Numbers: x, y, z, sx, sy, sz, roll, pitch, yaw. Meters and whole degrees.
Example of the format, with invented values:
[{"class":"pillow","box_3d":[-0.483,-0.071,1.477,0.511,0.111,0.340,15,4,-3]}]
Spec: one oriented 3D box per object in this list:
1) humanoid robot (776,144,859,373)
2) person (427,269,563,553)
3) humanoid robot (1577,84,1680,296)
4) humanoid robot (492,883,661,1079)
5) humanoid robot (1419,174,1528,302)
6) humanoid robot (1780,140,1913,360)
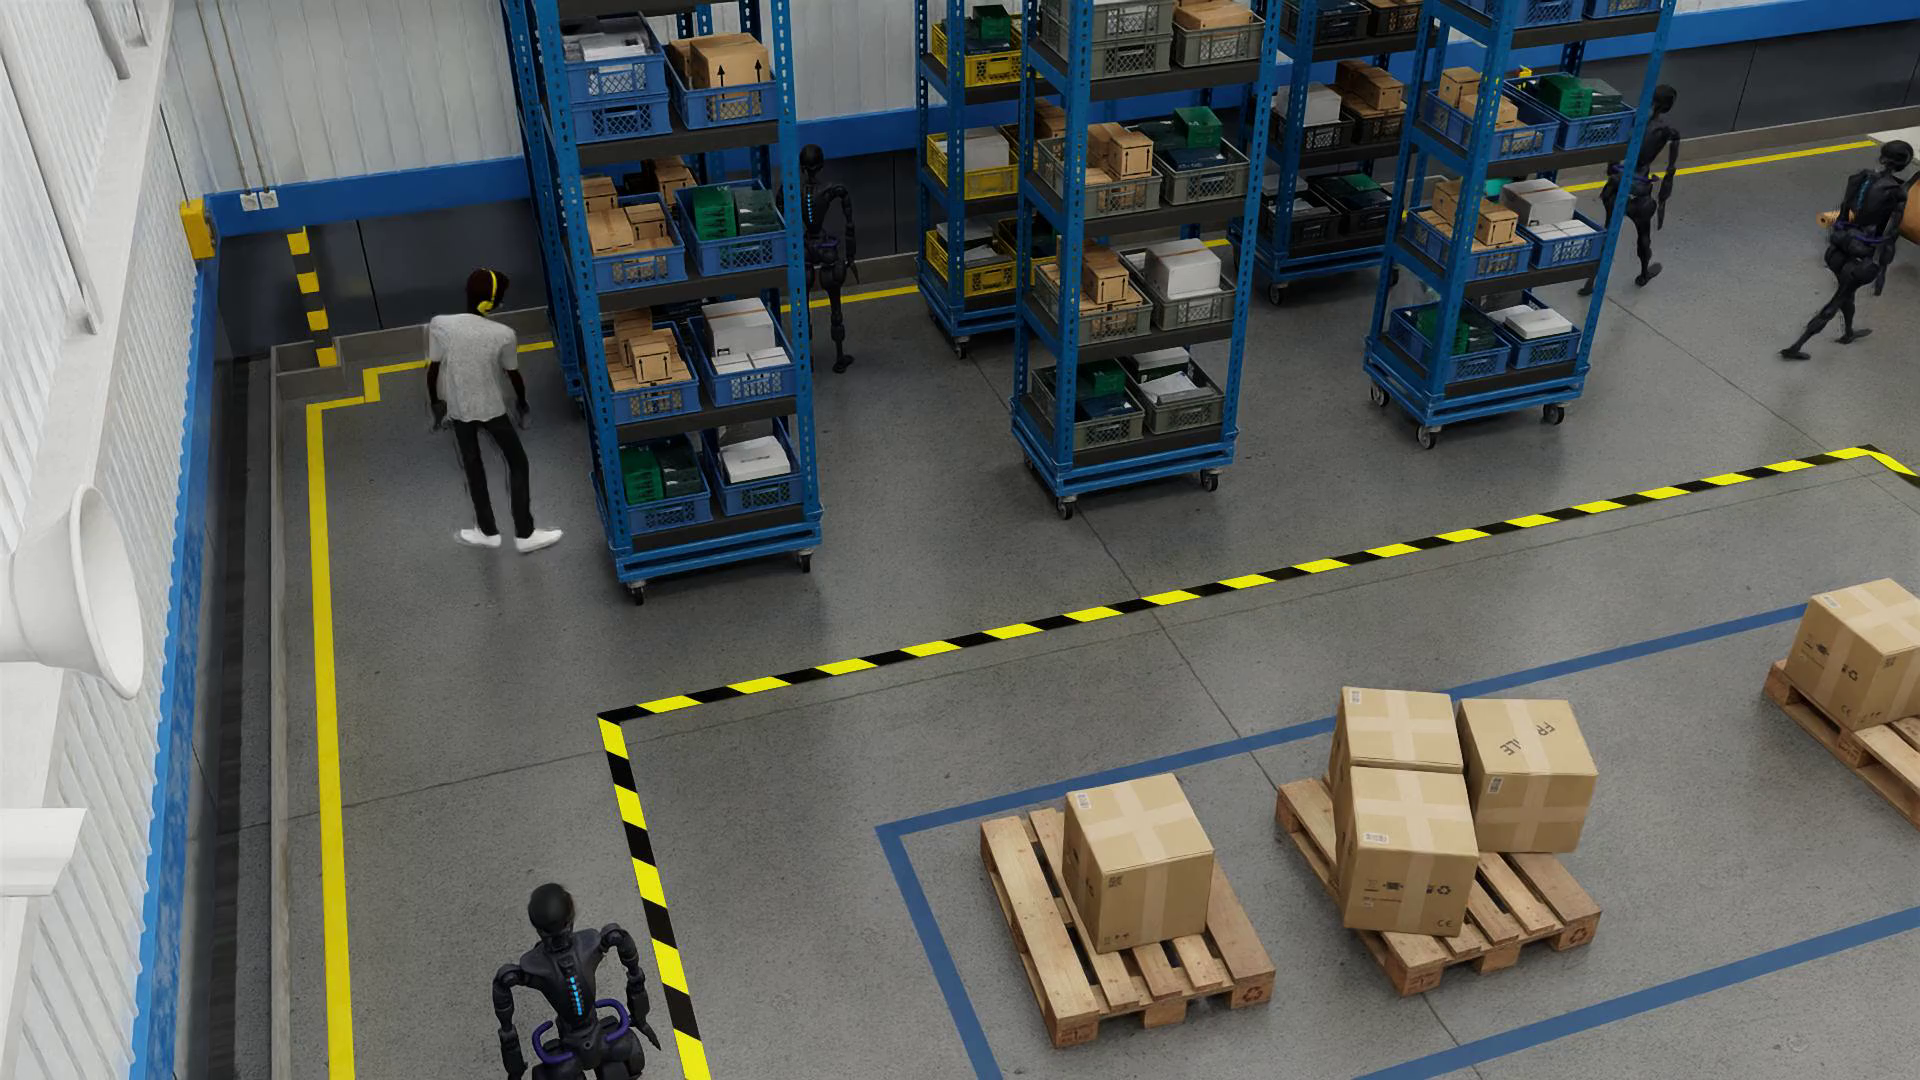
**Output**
[{"class":"humanoid robot","box_3d":[-1.007,-1.957,11.594,0.599,1.657,0.315,3,35,5]},{"class":"person","box_3d":[-2.790,-0.729,9.745,0.653,1.830,0.328,-5,35,-7]},{"class":"humanoid robot","box_3d":[5.149,-2.667,12.644,0.750,1.633,0.591,-20,40,-26]},{"class":"humanoid robot","box_3d":[-1.402,1.892,6.141,0.599,1.653,0.315,-18,39,-23]},{"class":"humanoid robot","box_3d":[3.569,-2.090,11.847,0.731,1.896,0.544,0,35,-1]},{"class":"humanoid robot","box_3d":[6.364,-2.042,11.775,0.824,1.616,0.611,-7,36,-10]}]
